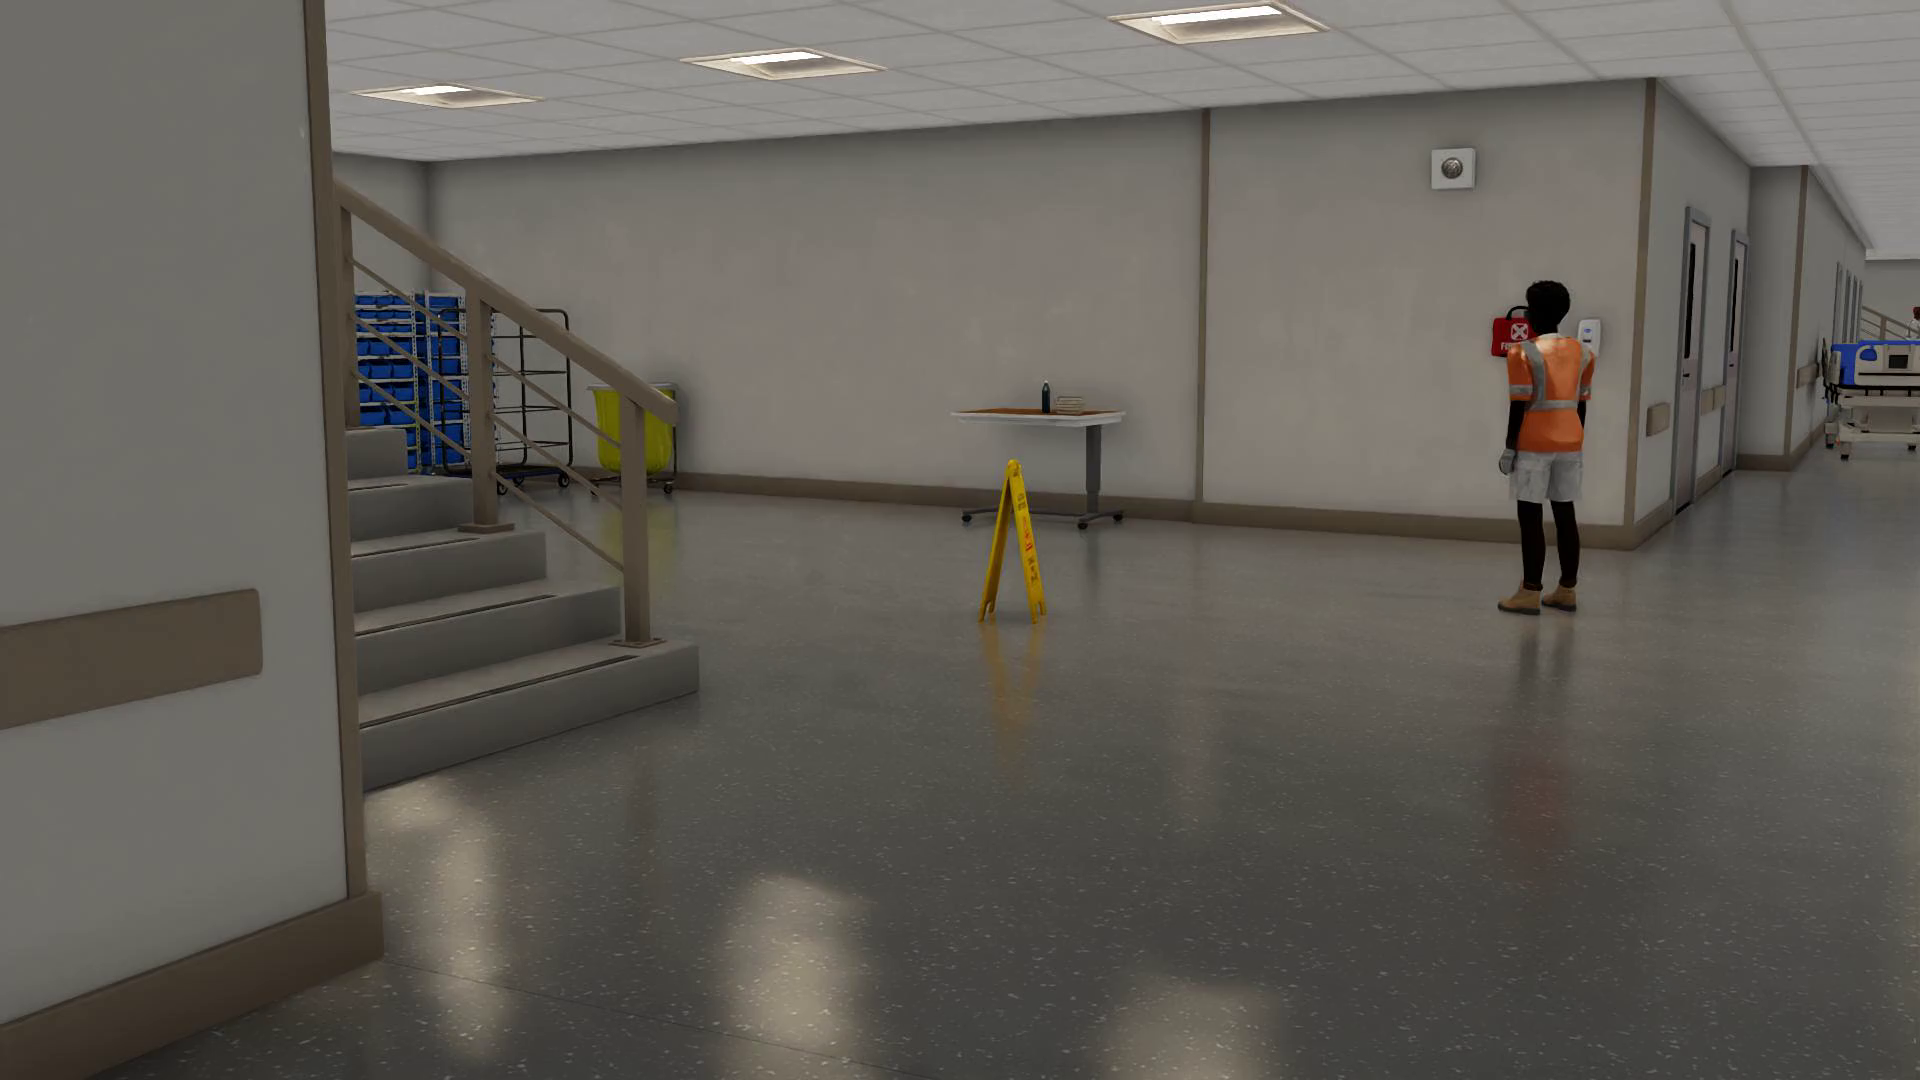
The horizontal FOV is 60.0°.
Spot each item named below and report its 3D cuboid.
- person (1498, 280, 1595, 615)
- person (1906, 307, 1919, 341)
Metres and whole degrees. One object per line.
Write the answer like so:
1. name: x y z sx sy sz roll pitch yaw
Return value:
1. person: 2.966 -0.466 8.448 0.540 1.696 0.317 -3 8 -24
2. person: 21.994 -4.440 38.364 0.356 1.876 0.575 4 8 29
